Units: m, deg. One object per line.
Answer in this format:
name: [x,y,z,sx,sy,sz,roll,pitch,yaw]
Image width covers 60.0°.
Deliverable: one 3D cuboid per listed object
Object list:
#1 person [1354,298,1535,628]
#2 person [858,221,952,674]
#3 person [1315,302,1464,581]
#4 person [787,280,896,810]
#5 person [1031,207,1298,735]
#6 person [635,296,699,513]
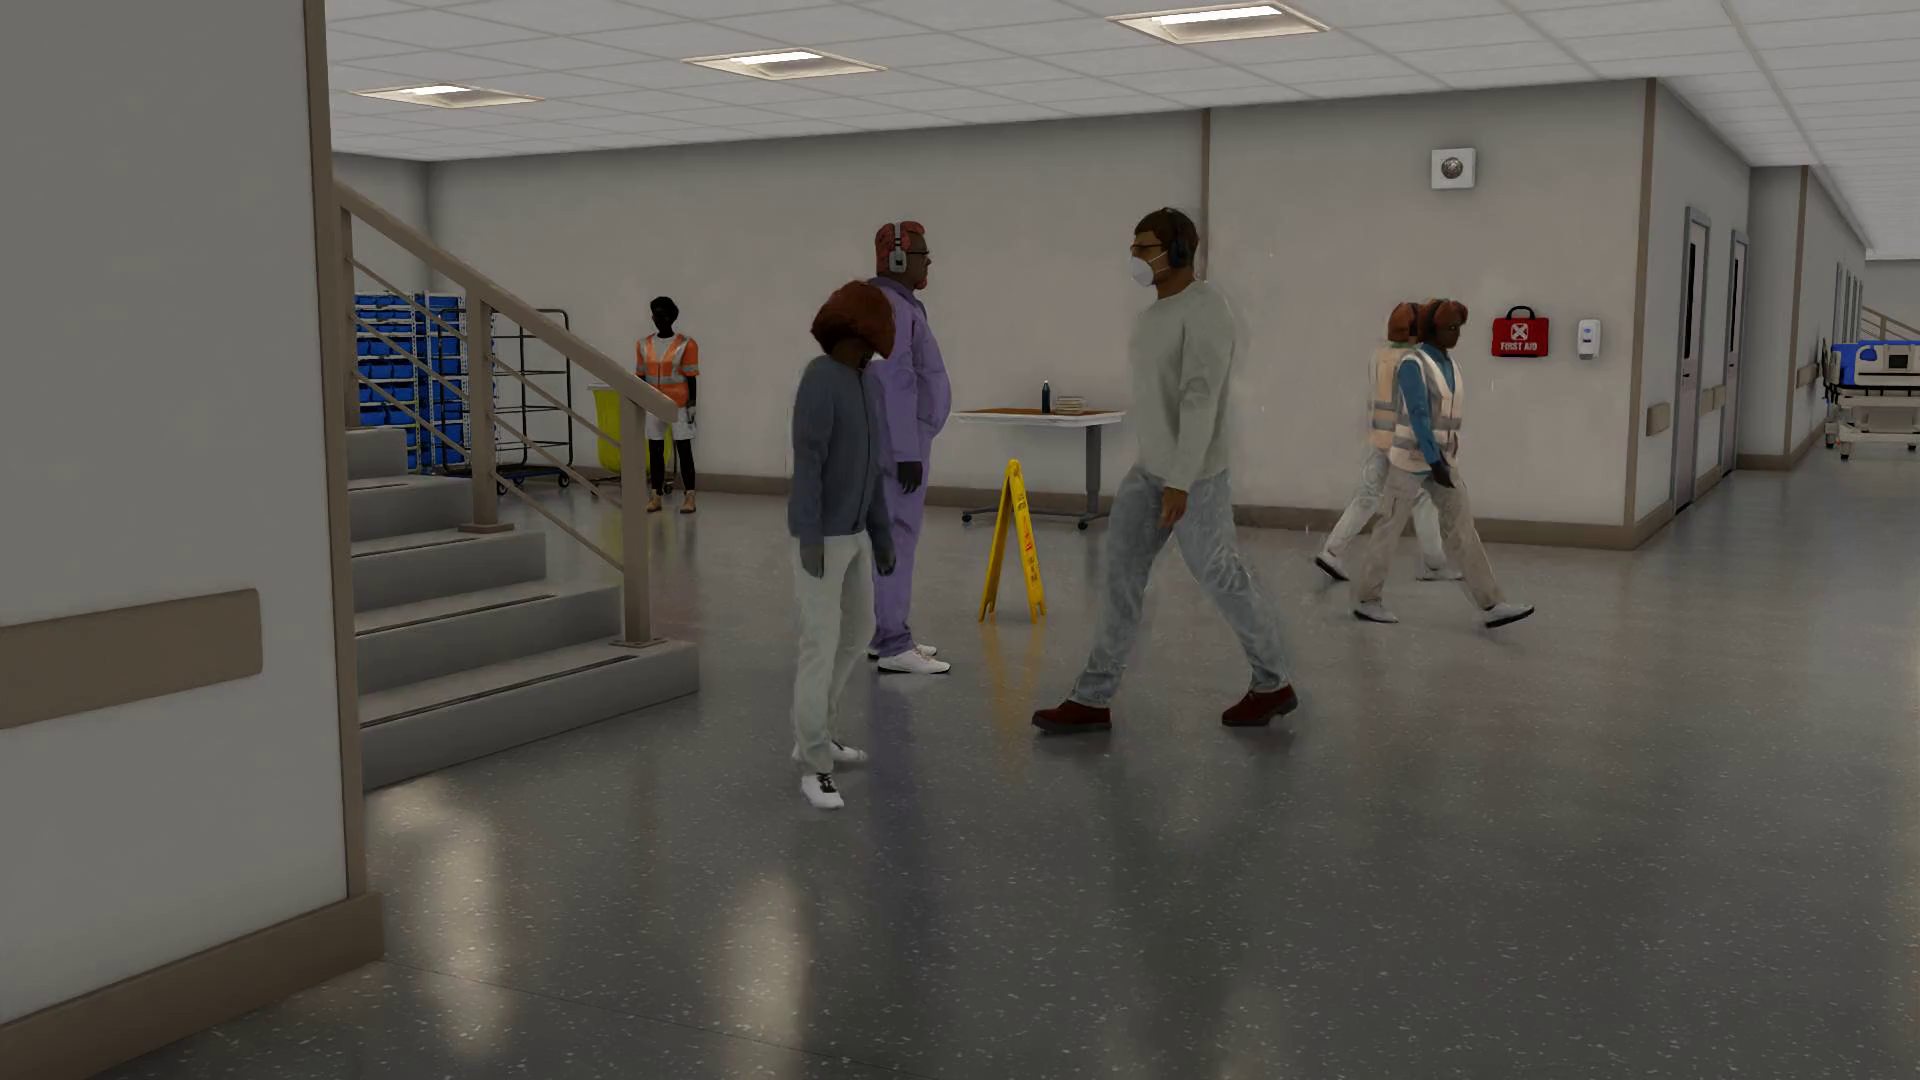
person: [2.292,-0.354,7.994,0.495,1.588,0.886,-6,10,-41]
person: [-0.240,-0.394,7.098,0.410,1.909,0.643,-1,7,-9]
person: [2.447,-0.550,9.465,0.838,1.603,0.510,-2,8,-12]
person: [-0.398,0.001,5.200,0.365,1.614,0.594,3,8,19]
person: [0.791,-0.235,5.965,1.012,1.897,0.644,-3,8,-22]
person: [-2.273,-1.042,12.940,0.532,1.686,0.322,2,8,14]
